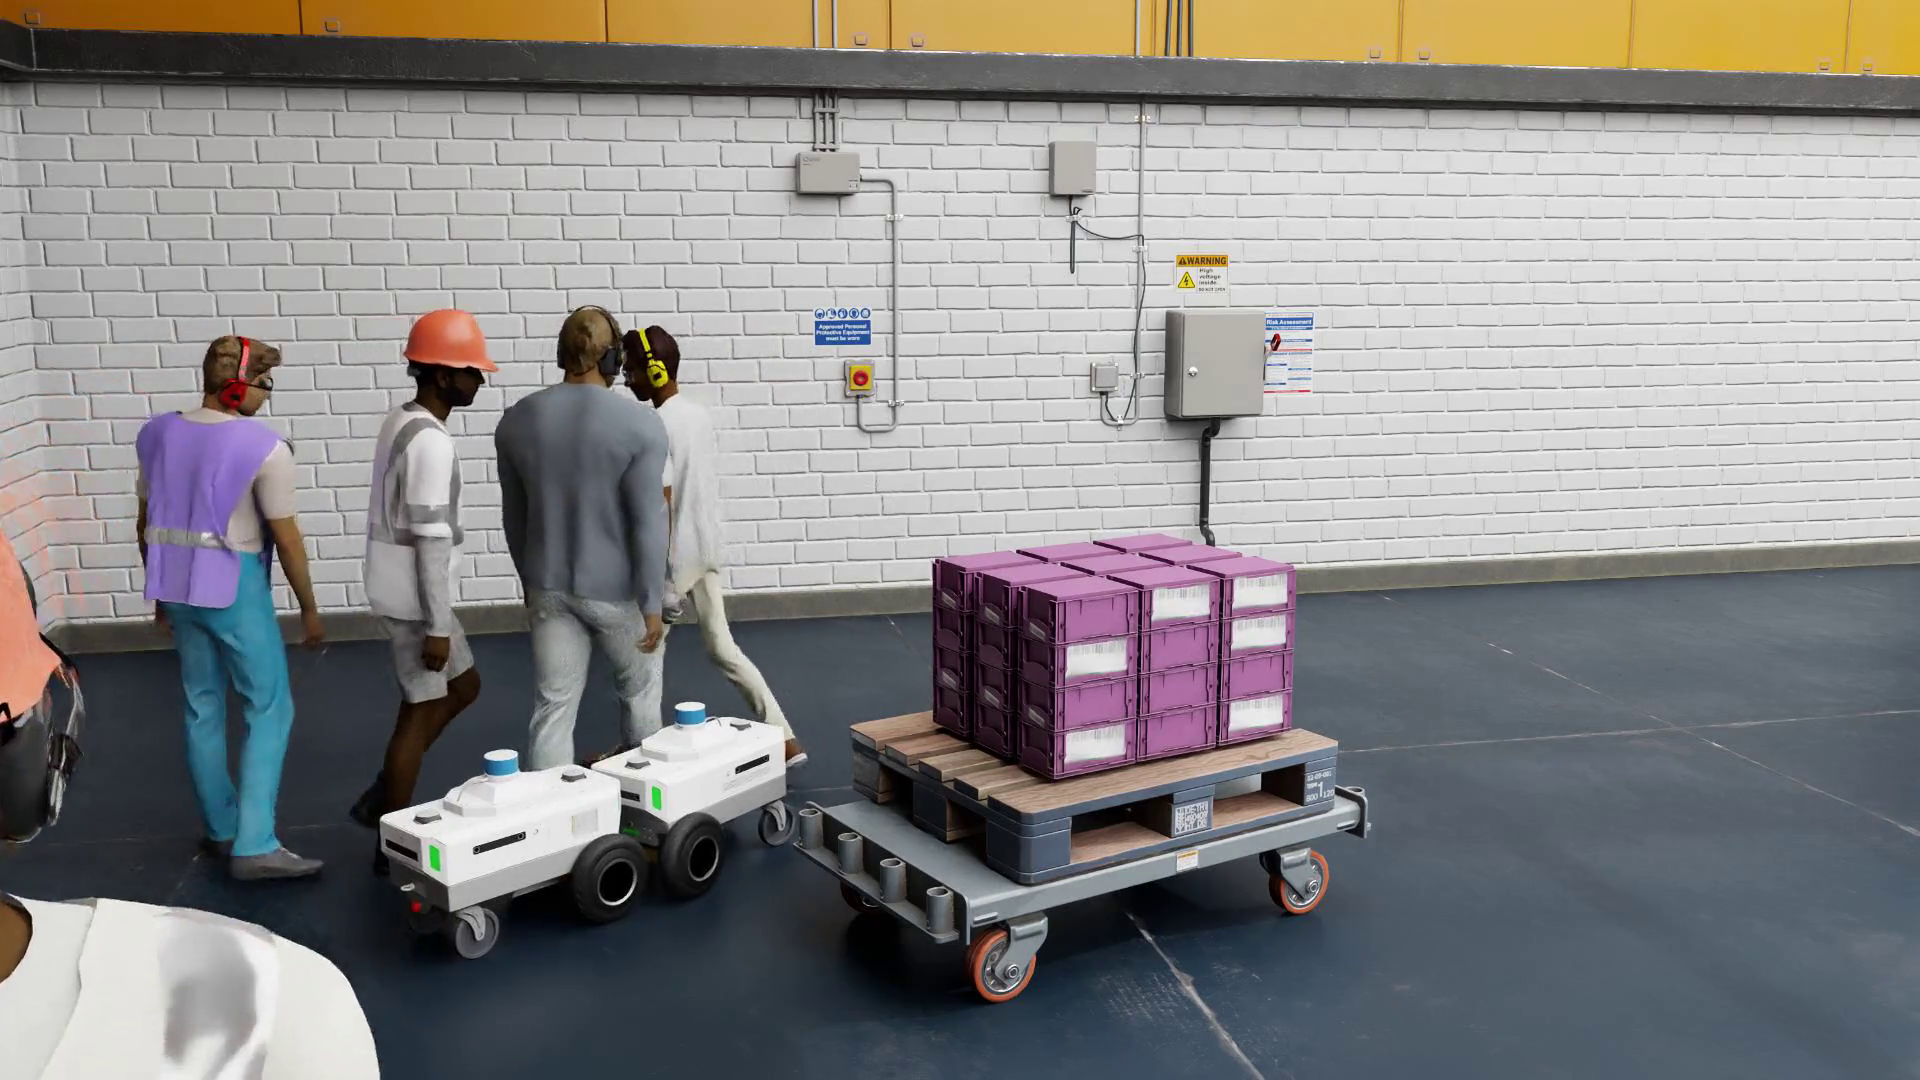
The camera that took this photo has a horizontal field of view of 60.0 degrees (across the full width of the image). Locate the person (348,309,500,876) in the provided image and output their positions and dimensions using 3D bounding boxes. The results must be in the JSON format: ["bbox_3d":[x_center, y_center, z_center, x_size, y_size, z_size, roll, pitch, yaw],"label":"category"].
[{"bbox_3d":[-1.773,0.186,5.570,0.515,1.905,0.573,-4,11,-23],"label":"person"}]

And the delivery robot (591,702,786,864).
[{"bbox_3d":[-0.913,0.797,5.674,0.477,0.478,0.707,6,12,32],"label":"delivery robot"}]

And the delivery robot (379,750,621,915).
[{"bbox_3d":[-1.409,0.893,5.140,0.477,0.478,0.707,9,14,41],"label":"delivery robot"}]

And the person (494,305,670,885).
[{"bbox_3d":[-1.228,0.154,5.734,0.653,1.904,0.890,2,11,13],"label":"person"}]

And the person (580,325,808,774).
[{"bbox_3d":[-1.044,0.074,6.465,0.957,1.821,0.544,3,11,17],"label":"person"}]

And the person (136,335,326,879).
[{"bbox_3d":[-2.448,0.231,5.575,0.728,1.821,0.455,3,11,16],"label":"person"}]

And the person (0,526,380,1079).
[{"bbox_3d":[-0.733,0.904,1.312,0.614,2.018,0.915,-3,11,-16],"label":"person"}]
